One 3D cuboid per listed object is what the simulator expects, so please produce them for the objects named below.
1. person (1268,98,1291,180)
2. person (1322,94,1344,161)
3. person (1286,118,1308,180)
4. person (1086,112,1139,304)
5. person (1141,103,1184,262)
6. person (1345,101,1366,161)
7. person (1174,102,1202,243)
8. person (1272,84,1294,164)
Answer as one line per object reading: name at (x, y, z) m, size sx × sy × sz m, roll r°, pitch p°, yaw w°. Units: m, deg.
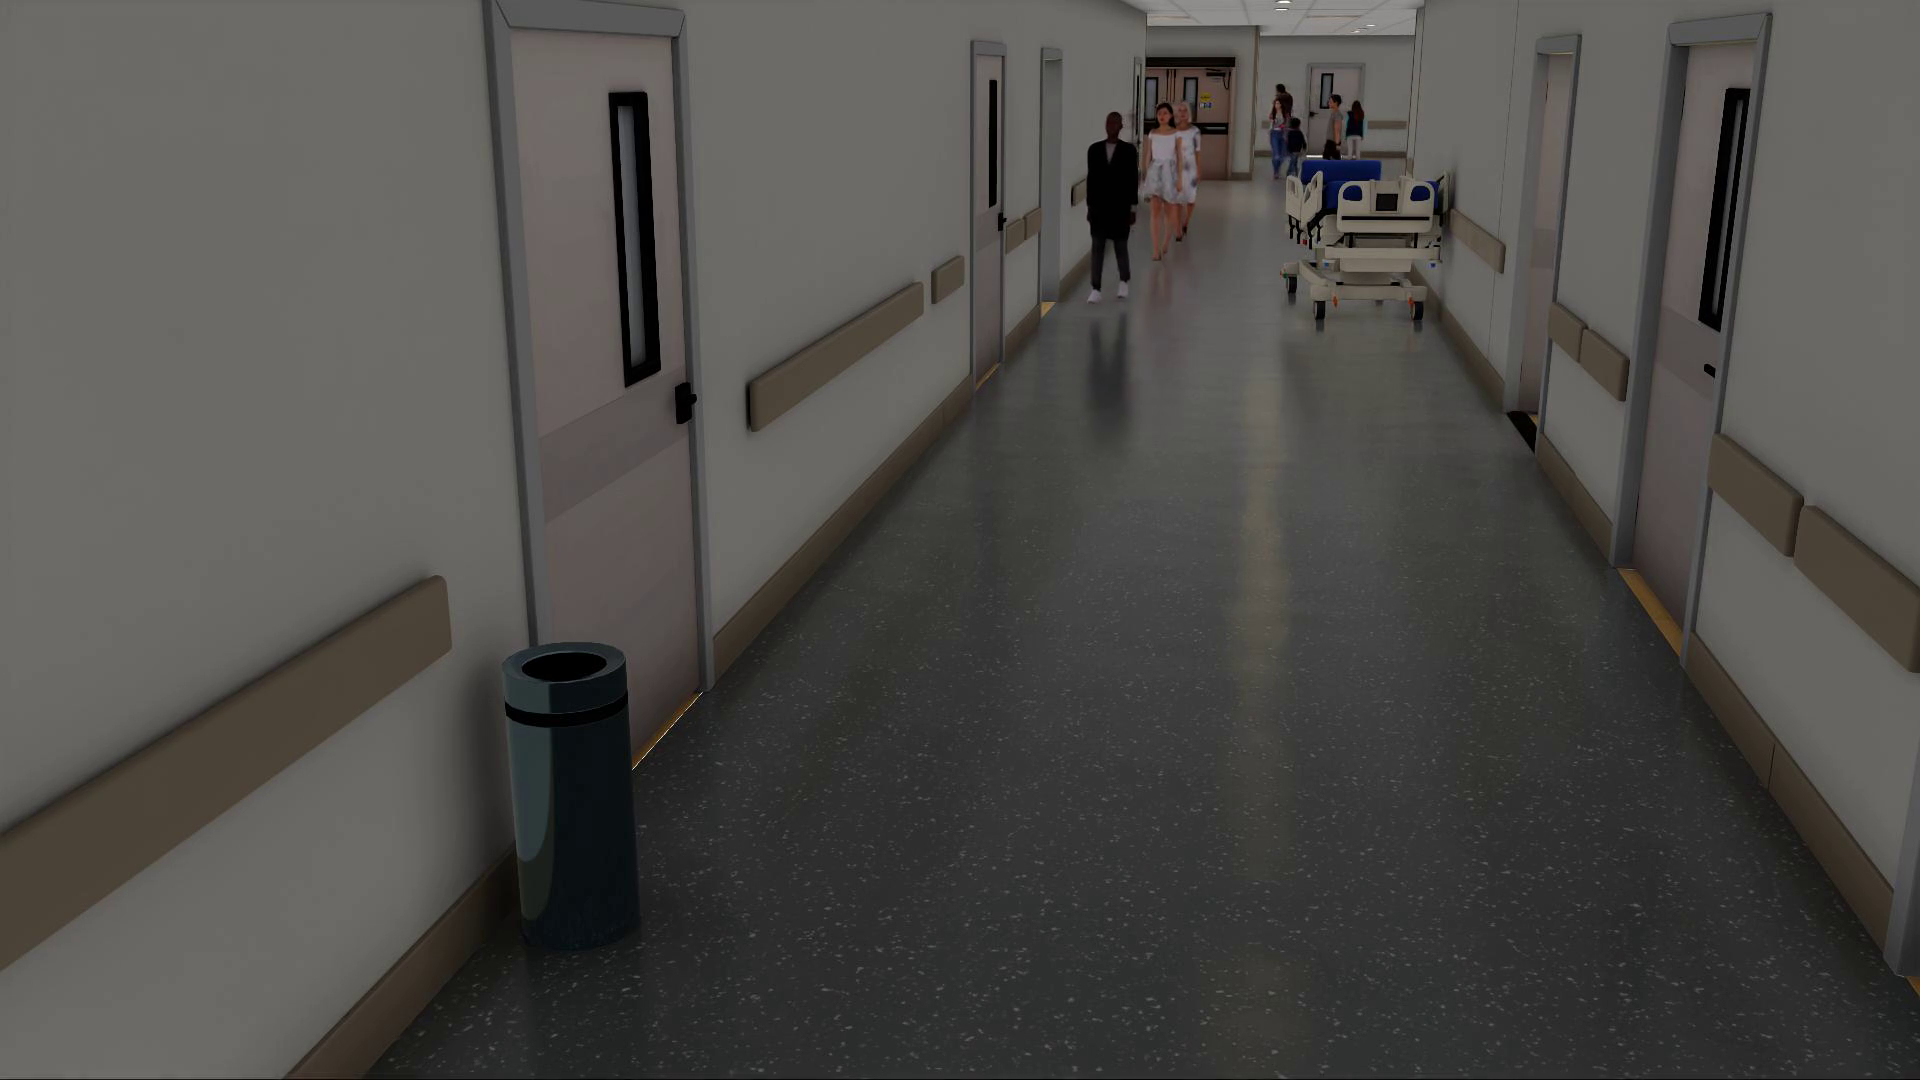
person at (6.438, -8.089, 33.555) m, size 0.763 × 1.591 × 0.648 m, roll 3°, pitch 16°, yaw 11°
person at (6.978, -7.317, 30.634) m, size 1.074 × 1.691 × 0.618 m, roll 3°, pitch 16°, yaw 12°
person at (6.674, -7.824, 33.355) m, size 0.864 × 1.192 × 0.836 m, roll -13°, pitch 20°, yaw -38°
person at (1.454, -3.095, 15.594) m, size 1.034 × 1.727 × 0.803 m, roll 5°, pitch 16°, yaw 17°
person at (2.343, -4.050, 18.984) m, size 1.111 × 1.724 × 0.719 m, roll 4°, pitch 16°, yaw 15°
person at (8.726, -8.950, 36.782) m, size 0.534 × 1.499 × 0.653 m, roll 1°, pitch 16°, yaw 4°
person at (2.881, -4.700, 21.291) m, size 0.965 × 1.723 × 0.693 m, roll 2°, pitch 16°, yaw 6°
person at (7.575, -9.697, 38.845) m, size 1.097 × 1.816 × 1.136 m, roll -8°, pitch 18°, yaw -26°
